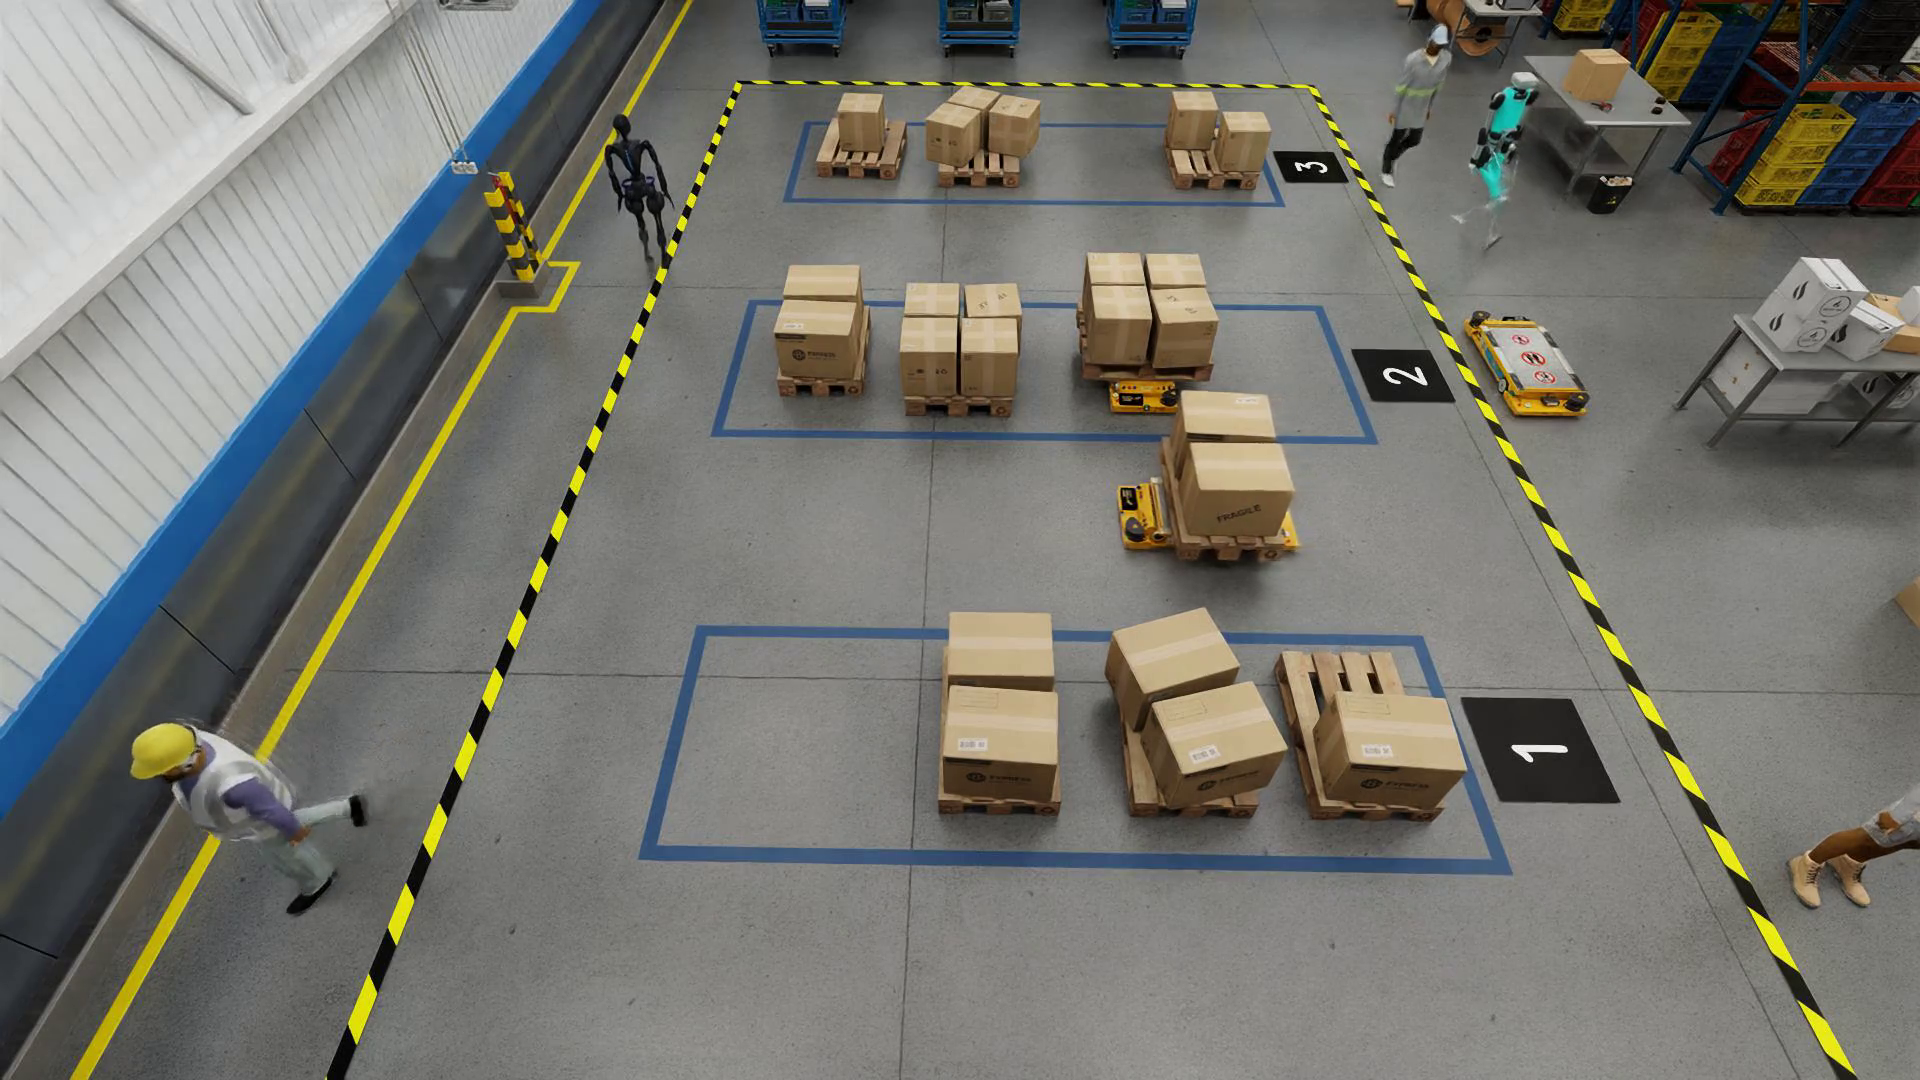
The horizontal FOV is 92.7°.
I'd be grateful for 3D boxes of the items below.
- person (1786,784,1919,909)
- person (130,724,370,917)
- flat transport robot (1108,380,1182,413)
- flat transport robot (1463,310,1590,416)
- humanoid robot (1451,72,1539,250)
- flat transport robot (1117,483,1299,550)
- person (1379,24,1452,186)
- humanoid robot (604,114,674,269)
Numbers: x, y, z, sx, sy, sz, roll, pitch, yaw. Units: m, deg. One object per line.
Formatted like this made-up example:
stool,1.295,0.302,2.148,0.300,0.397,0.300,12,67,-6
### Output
person,5.474,1.509,5.052,0.612,2.047,0.360,0,49,0
person,-3.975,1.500,5.208,0.601,1.816,0.659,28,55,22
flat transport robot,1.773,-1.807,9.079,0.652,0.197,1.431,1,49,1
flat transport robot,5.573,-1.757,9.054,0.659,0.231,1.431,1,49,1
humanoid robot,6.072,-4.110,10.137,0.543,1.766,0.961,-12,50,-10
flat transport robot,2.075,-0.228,7.712,1.431,0.197,0.652,1,49,1
person,5.430,-5.220,11.022,0.593,1.862,0.463,-4,49,-3
humanoid robot,-3.404,-3.702,9.800,0.599,1.645,0.345,-7,50,-6
